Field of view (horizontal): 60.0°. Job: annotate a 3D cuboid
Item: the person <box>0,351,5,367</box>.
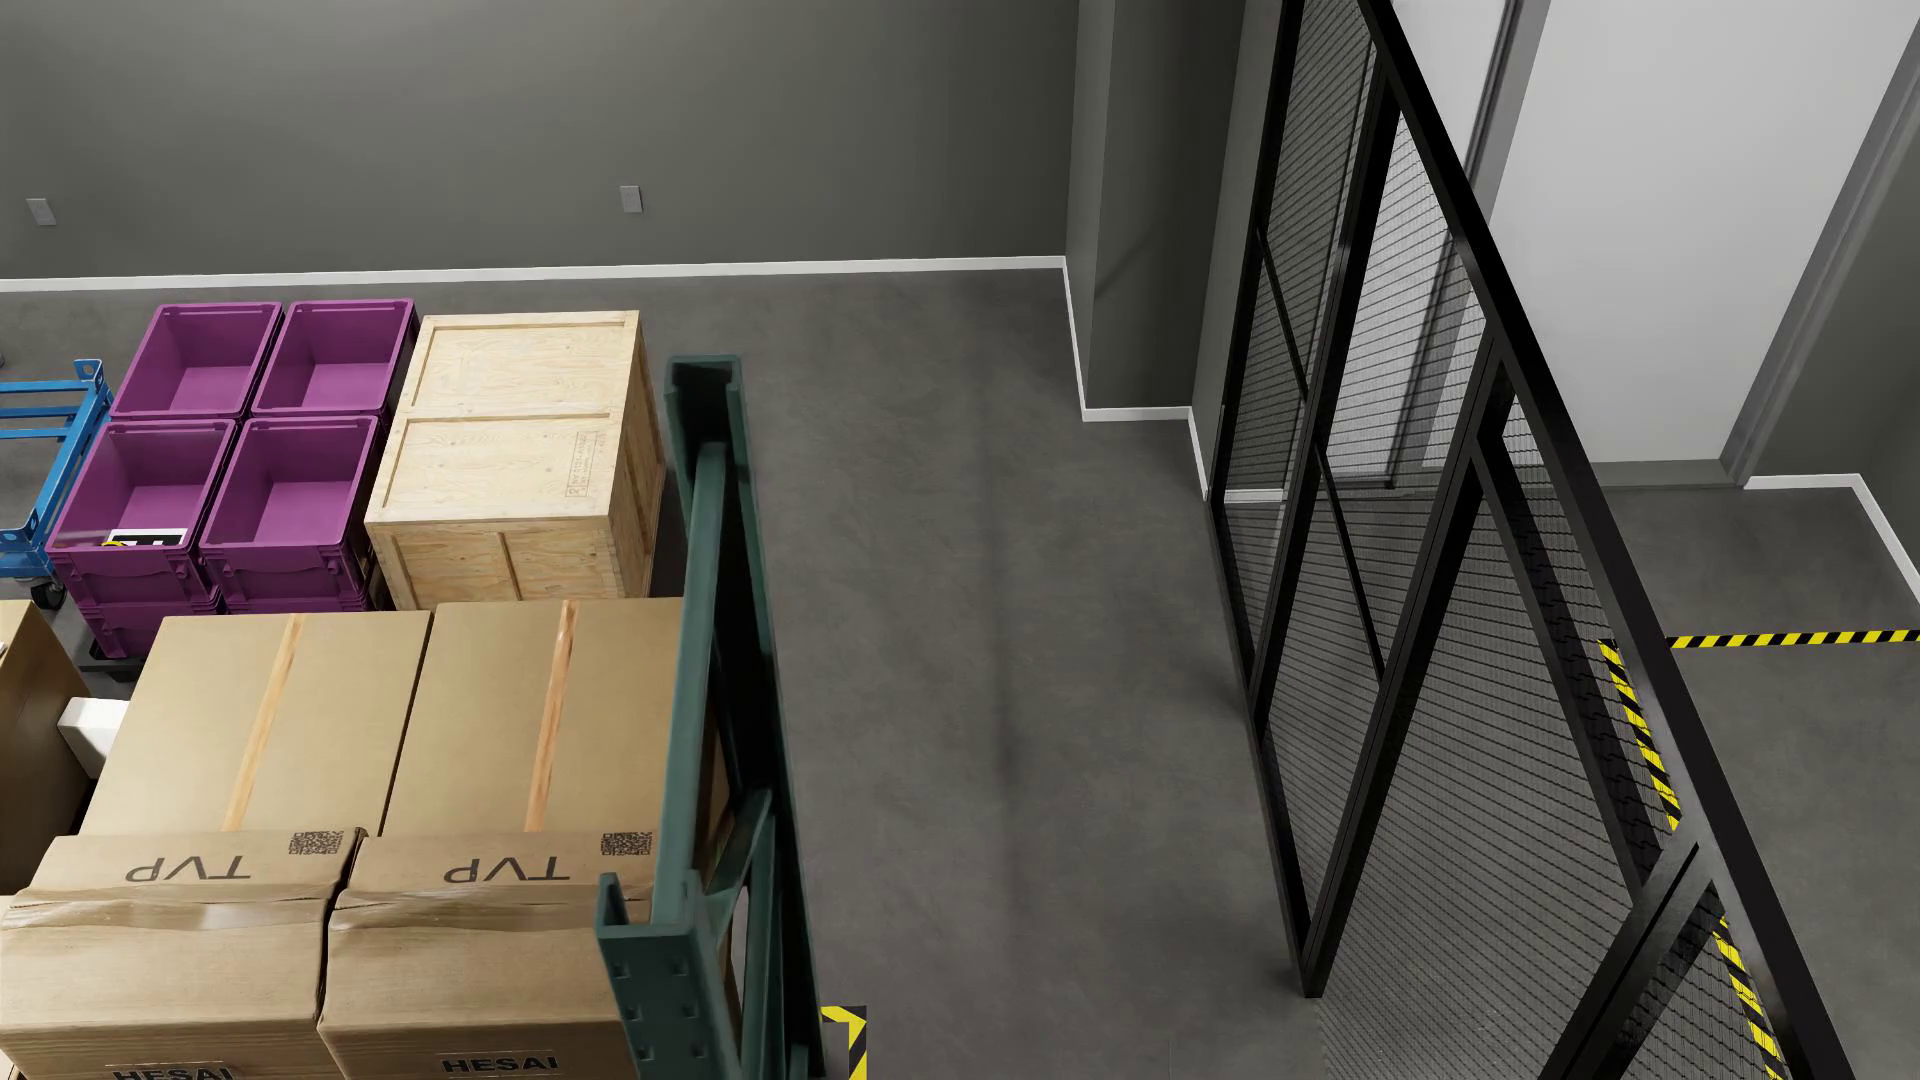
[{"bbox_3d":[-4.036,-1.275,5.974,0.372,1.941,0.627,-3,46,-3],"label":"person"}]
